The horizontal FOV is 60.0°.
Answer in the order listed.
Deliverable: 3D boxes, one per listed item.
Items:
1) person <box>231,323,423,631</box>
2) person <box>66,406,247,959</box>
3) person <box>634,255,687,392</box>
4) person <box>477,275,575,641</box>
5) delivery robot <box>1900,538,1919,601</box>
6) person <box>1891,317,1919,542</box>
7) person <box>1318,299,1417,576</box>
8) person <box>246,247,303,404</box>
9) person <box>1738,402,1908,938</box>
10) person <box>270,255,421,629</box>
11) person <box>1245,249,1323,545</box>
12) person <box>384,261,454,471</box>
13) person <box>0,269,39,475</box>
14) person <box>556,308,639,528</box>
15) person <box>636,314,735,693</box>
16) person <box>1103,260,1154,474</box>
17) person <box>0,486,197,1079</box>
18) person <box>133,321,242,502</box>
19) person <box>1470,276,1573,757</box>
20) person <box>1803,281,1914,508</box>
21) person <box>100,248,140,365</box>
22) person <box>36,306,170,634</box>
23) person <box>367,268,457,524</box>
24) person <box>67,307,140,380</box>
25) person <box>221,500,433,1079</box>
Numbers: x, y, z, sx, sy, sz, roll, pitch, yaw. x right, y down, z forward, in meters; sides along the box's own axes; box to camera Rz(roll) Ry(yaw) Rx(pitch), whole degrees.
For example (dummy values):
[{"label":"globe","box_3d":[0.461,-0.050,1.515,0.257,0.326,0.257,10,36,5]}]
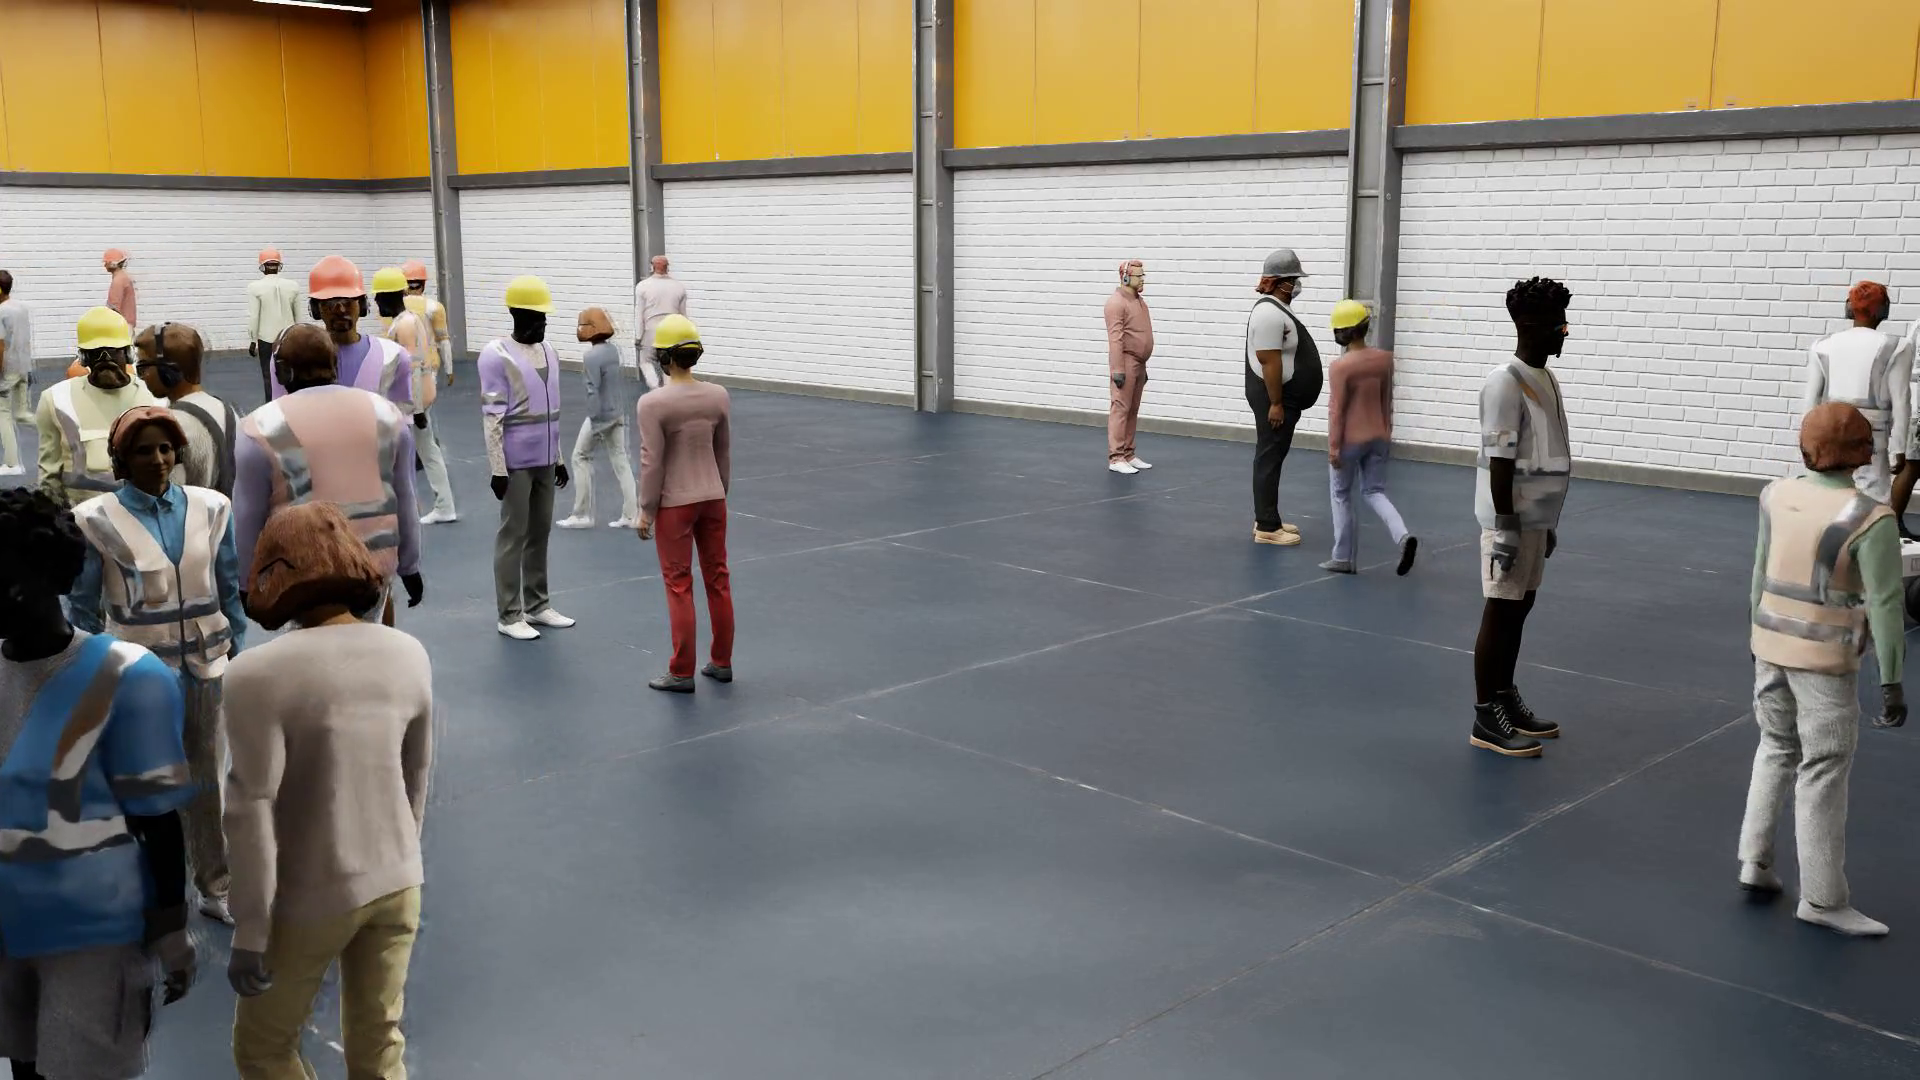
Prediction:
[{"label":"person","box_3d":[-2.366,0.113,6.141,0.761,1.812,0.640,10,15,44]},{"label":"person","box_3d":[-2.383,0.413,4.988,0.306,1.639,0.523,8,13,39]},{"label":"person","box_3d":[-3.618,-2.476,20.054,0.675,1.890,0.441,-6,12,-28]},{"label":"person","box_3d":[-2.285,-0.441,8.864,0.386,1.922,0.594,4,11,22]},{"label":"delivery robot","box_3d":[5.046,0.127,9.250,0.707,0.478,0.477,-4,11,-19]},{"label":"person","box_3d":[6.549,-0.870,11.240,0.447,1.915,0.556,5,12,27]},{"label":"person","box_3d":[2.521,-0.611,10.289,0.545,1.739,0.678,-6,12,-32]},{"label":"person","box_3d":[-7.586,-2.232,18.436,0.386,1.992,0.624,10,14,43]},{"label":"person","box_3d":[2.651,0.389,5.147,0.320,1.624,0.629,-2,11,-13]},{"label":"person","box_3d":[-2.712,-0.231,7.396,0.605,2.045,0.378,-5,12,-26]},{"label":"person","box_3d":[2.253,-1.000,11.595,0.537,2.000,0.682,2,11,10]},{"label":"person","box_3d":[-4.978,-1.618,15.375,0.568,1.885,1.001,0,10,0]},{"label":"person","box_3d":[-8.355,-1.485,14.775,0.634,1.849,0.530,1,10,4]},{"label":"person","box_3d":[-2.662,-0.869,12.072,0.705,1.610,0.515,3,11,17]},{"label":"person","box_3d":[-1.292,-0.166,7.796,0.324,1.769,0.523,10,14,42]},{"label":"person","box_3d":[1.545,-1.564,15.040,0.409,1.909,0.643,5,12,26]},{"label":"person","box_3d":[-1.721,0.738,3.108,0.554,1.685,0.450,2,11,12]},{"label":"person","box_3d":[-2.779,0.108,6.153,0.700,1.824,0.534,1,10,5]},{"label":"person","box_3d":[2.337,-0.103,6.909,0.367,1.966,0.607,7,12,33]},{"label":"person","box_3d":[5.153,-0.564,9.672,0.661,1.866,0.585,-8,13,-37]},{"label":"person","box_3d":[-11.092,-2.908,22.210,0.888,1.971,0.604,-5,11,-24]},{"label":"person","box_3d":[-3.632,-0.090,7.203,0.601,1.830,0.404,-7,13,-34]},{"label":"person","box_3d":[-4.153,-1.024,12.139,0.903,1.888,0.594,-2,11,-11]},{"label":"person","box_3d":[-5.240,-0.589,10.296,0.317,1.695,0.540,3,11,15]},{"label":"person","box_3d":[-1.264,0.729,3.354,0.423,1.597,0.552,7,12,32]}]
